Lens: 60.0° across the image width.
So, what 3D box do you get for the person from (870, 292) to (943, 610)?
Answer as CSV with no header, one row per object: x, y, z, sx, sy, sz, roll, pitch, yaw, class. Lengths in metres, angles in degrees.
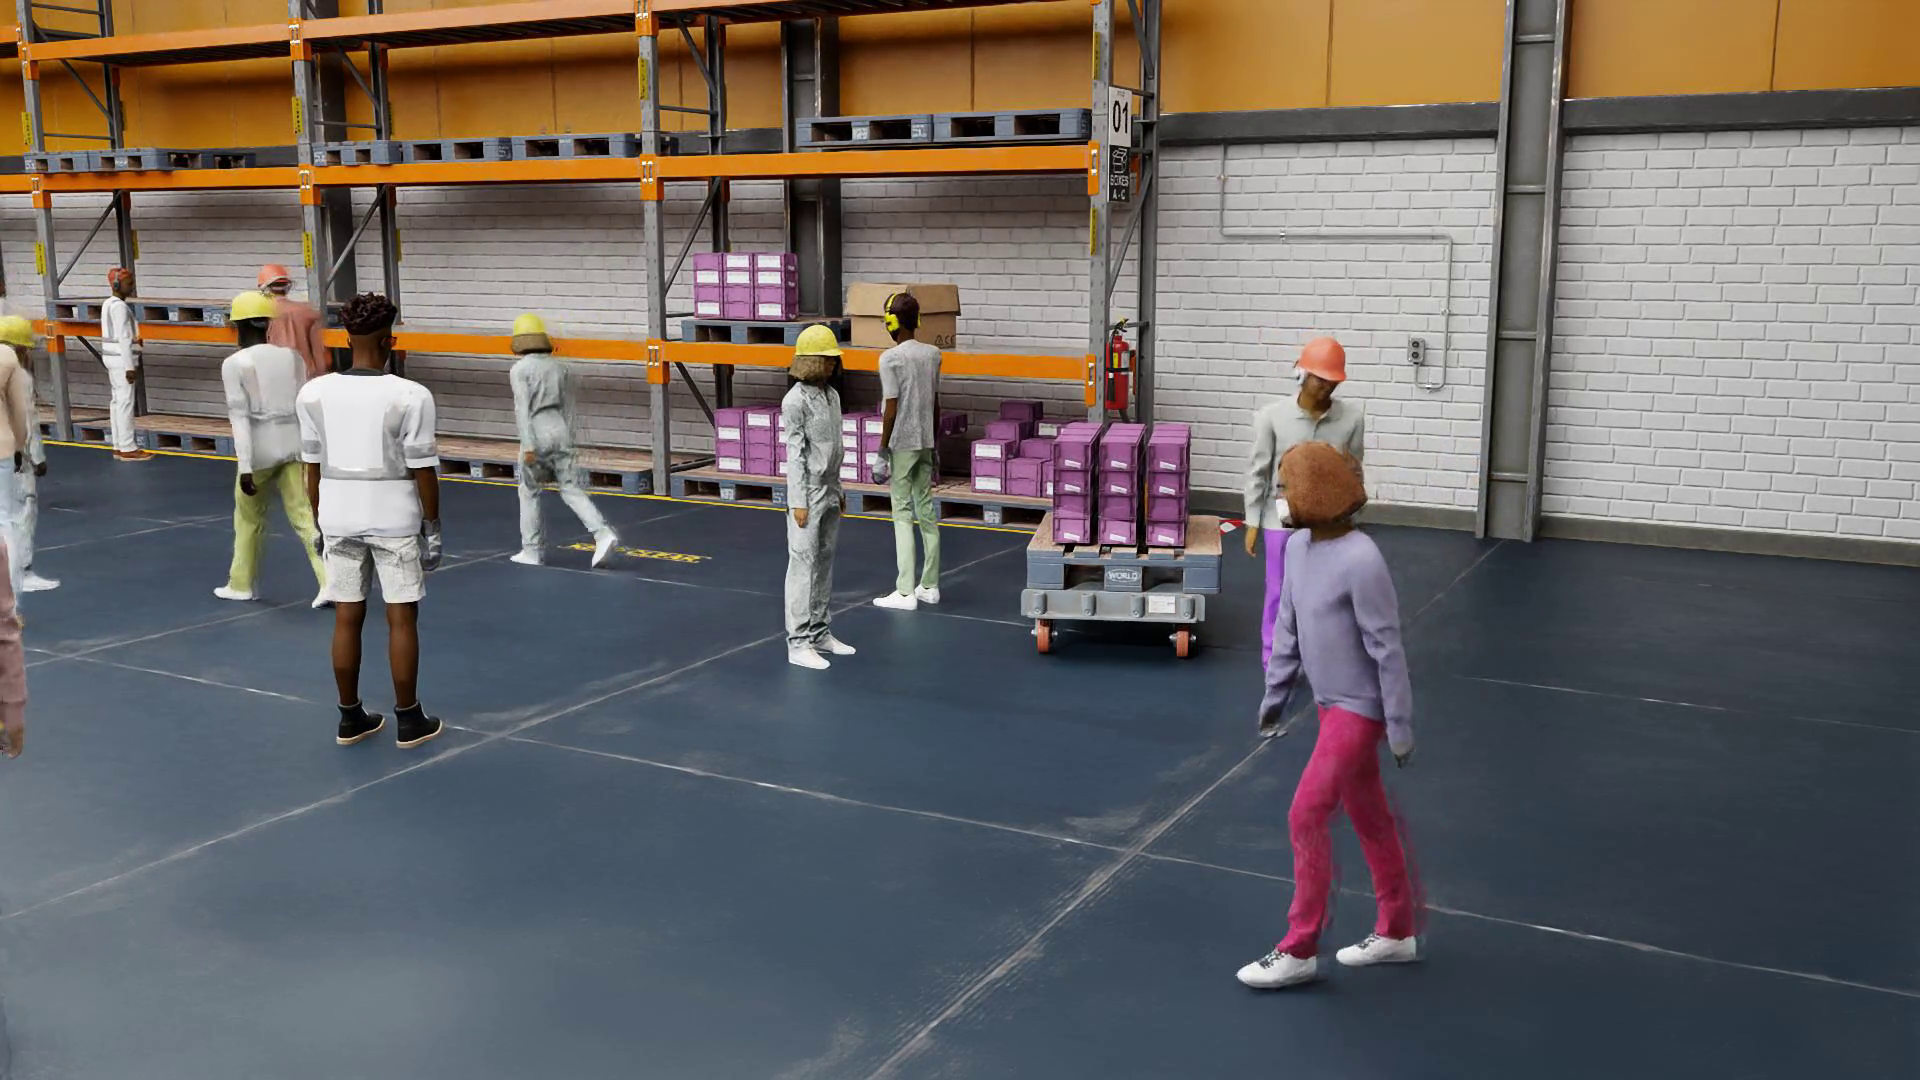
-0.314,-0.516,9.808,0.326,1.858,0.518,9,14,40,person

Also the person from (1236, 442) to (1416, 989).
1.062,0.512,4.873,0.717,1.592,0.511,-2,10,-10,person

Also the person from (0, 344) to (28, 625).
-5.613,-0.487,9.435,0.611,1.943,0.975,-8,13,-37,person

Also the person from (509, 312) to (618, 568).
-2.664,-0.648,10.972,0.804,1.697,0.508,7,12,33,person

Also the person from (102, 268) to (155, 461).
-8.206,-1.717,16.316,0.354,1.883,0.576,-8,13,-36,person

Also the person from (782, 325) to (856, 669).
-0.720,-0.225,8.524,0.295,1.744,0.492,4,11,22,person

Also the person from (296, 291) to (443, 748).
-2.507,-0.077,7.137,0.598,1.958,0.371,1,10,4,person

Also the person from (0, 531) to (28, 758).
-2.896,0.480,4.632,0.538,1.741,0.504,-7,12,-33,person

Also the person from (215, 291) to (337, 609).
-4.040,-0.521,9.810,1.011,1.874,0.604,6,12,29,person

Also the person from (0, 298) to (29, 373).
-7.901,-1.254,13.346,0.781,2.000,0.709,2,11,11,person

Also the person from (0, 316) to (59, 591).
-5.974,-0.531,10.322,0.629,1.701,0.336,1,10,6,person

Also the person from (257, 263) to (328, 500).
-5.732,-1.332,13.985,0.846,1.955,0.657,8,13,36,person

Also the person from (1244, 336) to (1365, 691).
1.635,-0.111,7.931,0.586,1.730,0.481,0,10,-2,person
